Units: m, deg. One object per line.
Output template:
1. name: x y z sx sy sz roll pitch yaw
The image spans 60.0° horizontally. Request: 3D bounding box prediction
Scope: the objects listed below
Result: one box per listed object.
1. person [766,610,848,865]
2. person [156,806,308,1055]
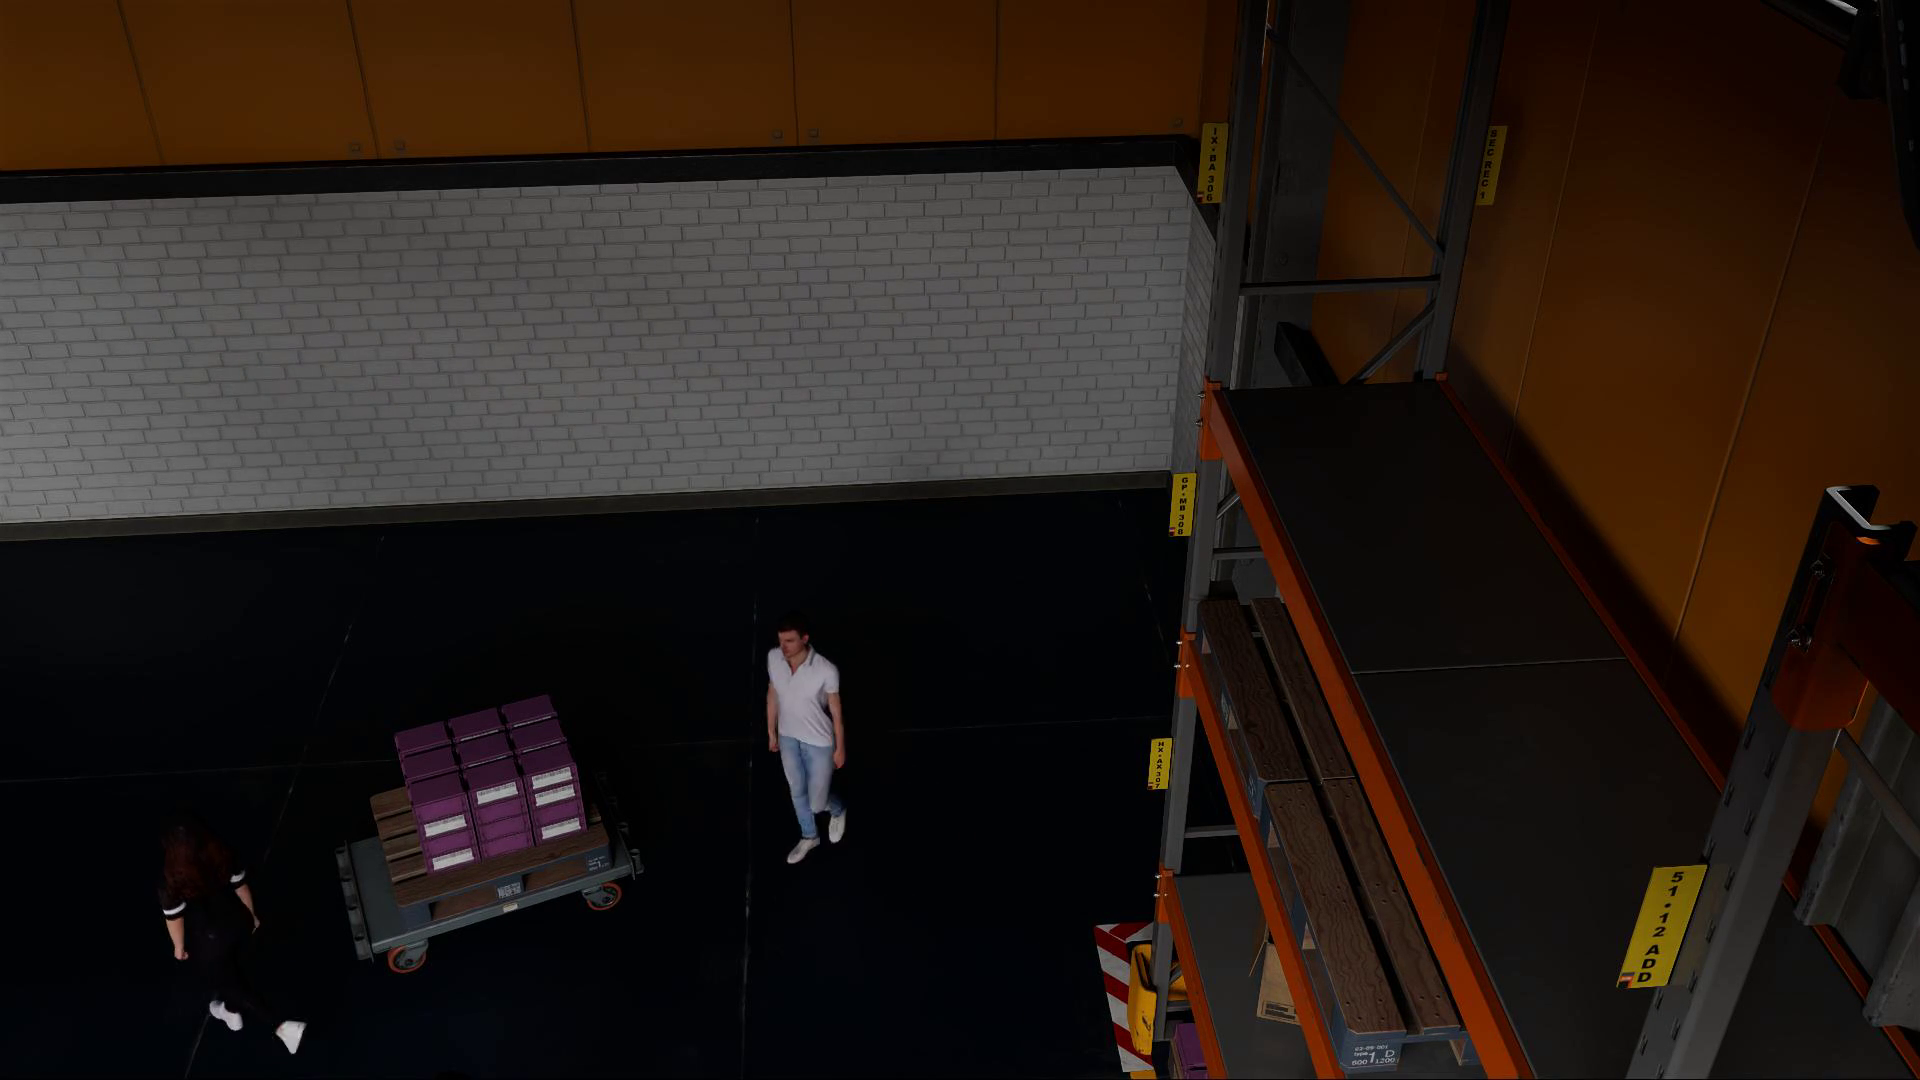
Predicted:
1. person: -0.870 1.140 9.979 0.835 1.840 0.885 16 37 22
2. person: -3.862 2.092 8.746 1.040 1.619 1.054 20 38 27
